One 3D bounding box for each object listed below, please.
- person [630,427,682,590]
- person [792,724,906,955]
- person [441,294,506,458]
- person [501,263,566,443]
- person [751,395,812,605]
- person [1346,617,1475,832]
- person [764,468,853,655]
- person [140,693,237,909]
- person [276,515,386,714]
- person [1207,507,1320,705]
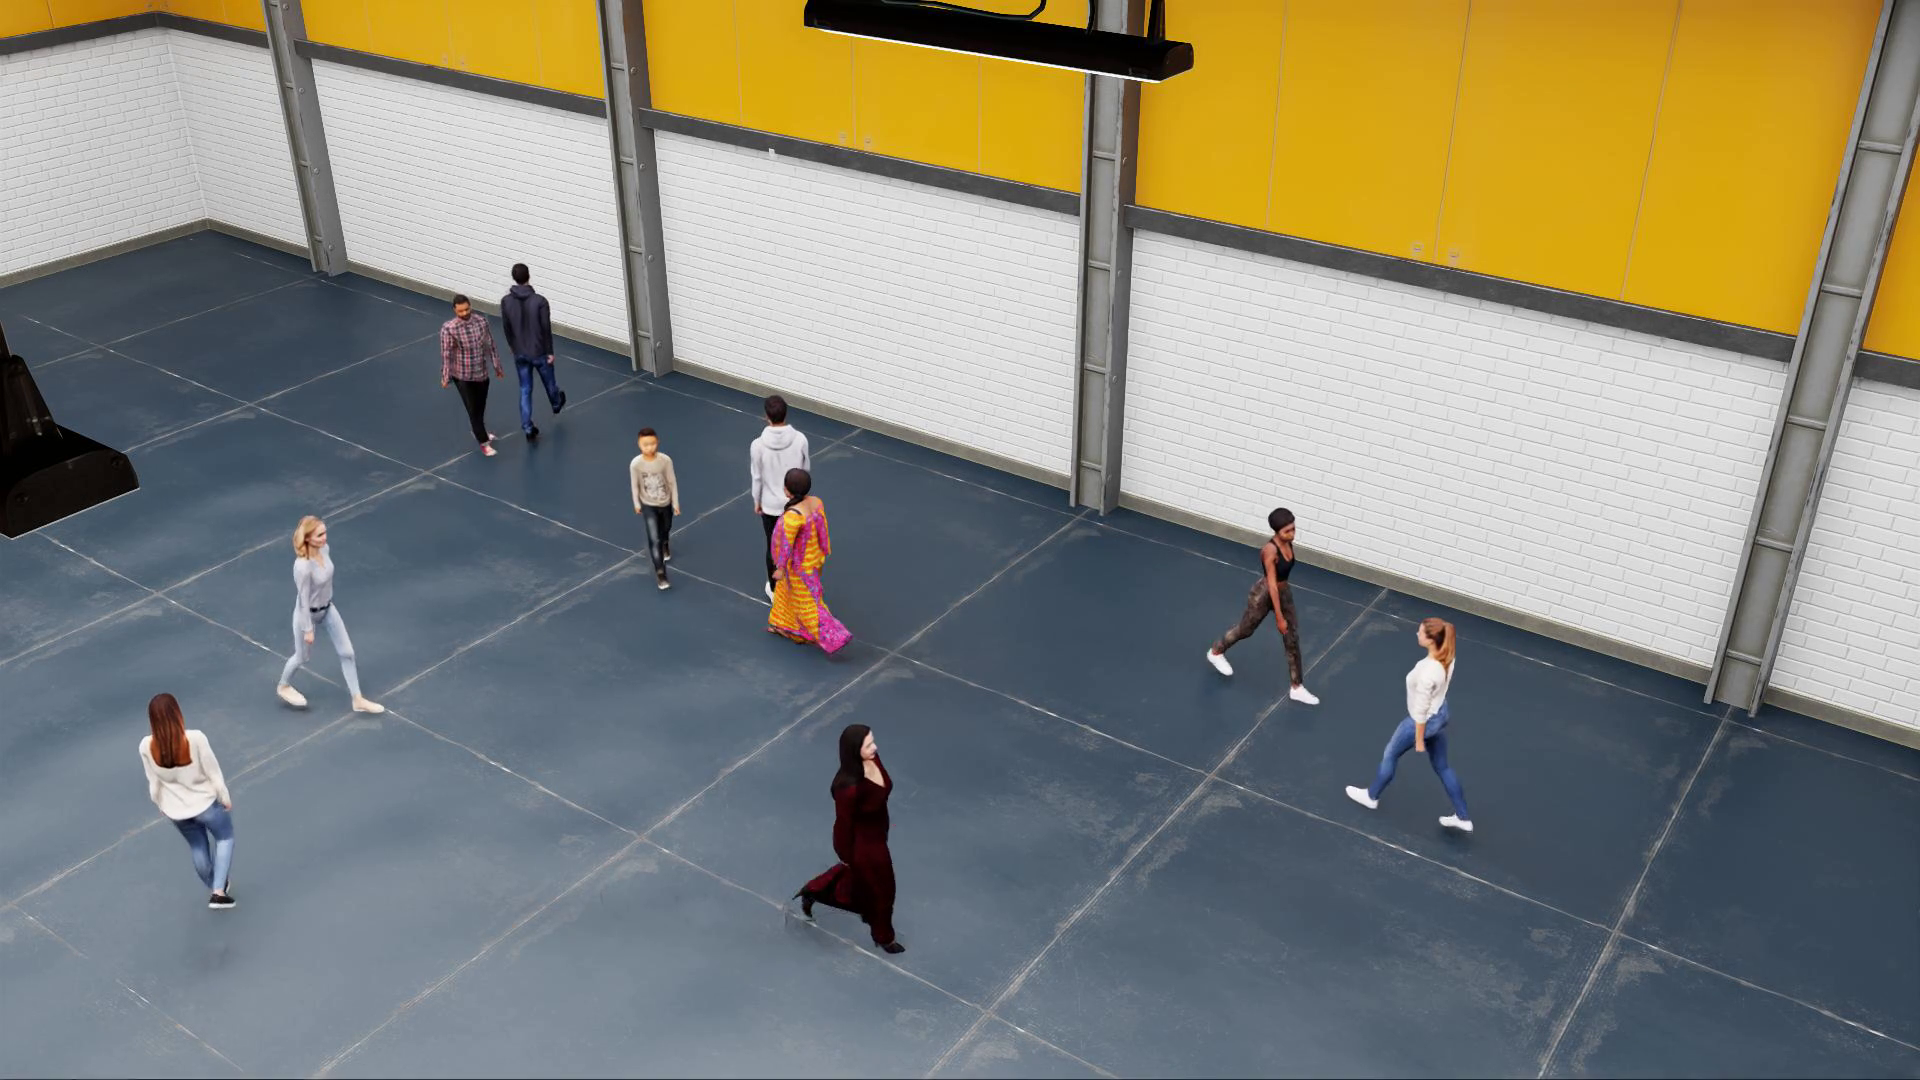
[{"bbox_3d":[-2.723,-0.365,14.960,0.925,1.442,1.075,-10,30,-17],"label":"person"},{"bbox_3d":[-0.713,1.874,10.548,1.122,1.735,0.935,5,29,8],"label":"person"},{"bbox_3d":[-5.083,-1.735,17.188,1.157,1.713,0.929,24,37,37],"label":"person"},{"bbox_3d":[-4.522,-1.913,17.401,1.254,1.821,1.164,2,29,3],"label":"person"},{"bbox_3d":[-1.523,-0.347,14.426,0.765,1.923,0.810,-6,29,-12],"label":"person"},{"bbox_3d":[3.344,1.323,11.621,1.170,1.677,0.707,23,36,35],"label":"person"},{"bbox_3d":[-1.274,0.178,13.720,1.165,1.676,0.837,9,30,16],"label":"person"},{"bbox_3d":[-4.988,1.761,10.811,0.820,1.682,0.879,-3,29,-6],"label":"person"},{"bbox_3d":[-5.055,0.602,12.879,1.219,1.738,0.888,7,29,12],"label":"person"},{"bbox_3d":[2.365,0.490,13.182,1.266,1.644,0.657,21,35,34],"label":"person"}]
